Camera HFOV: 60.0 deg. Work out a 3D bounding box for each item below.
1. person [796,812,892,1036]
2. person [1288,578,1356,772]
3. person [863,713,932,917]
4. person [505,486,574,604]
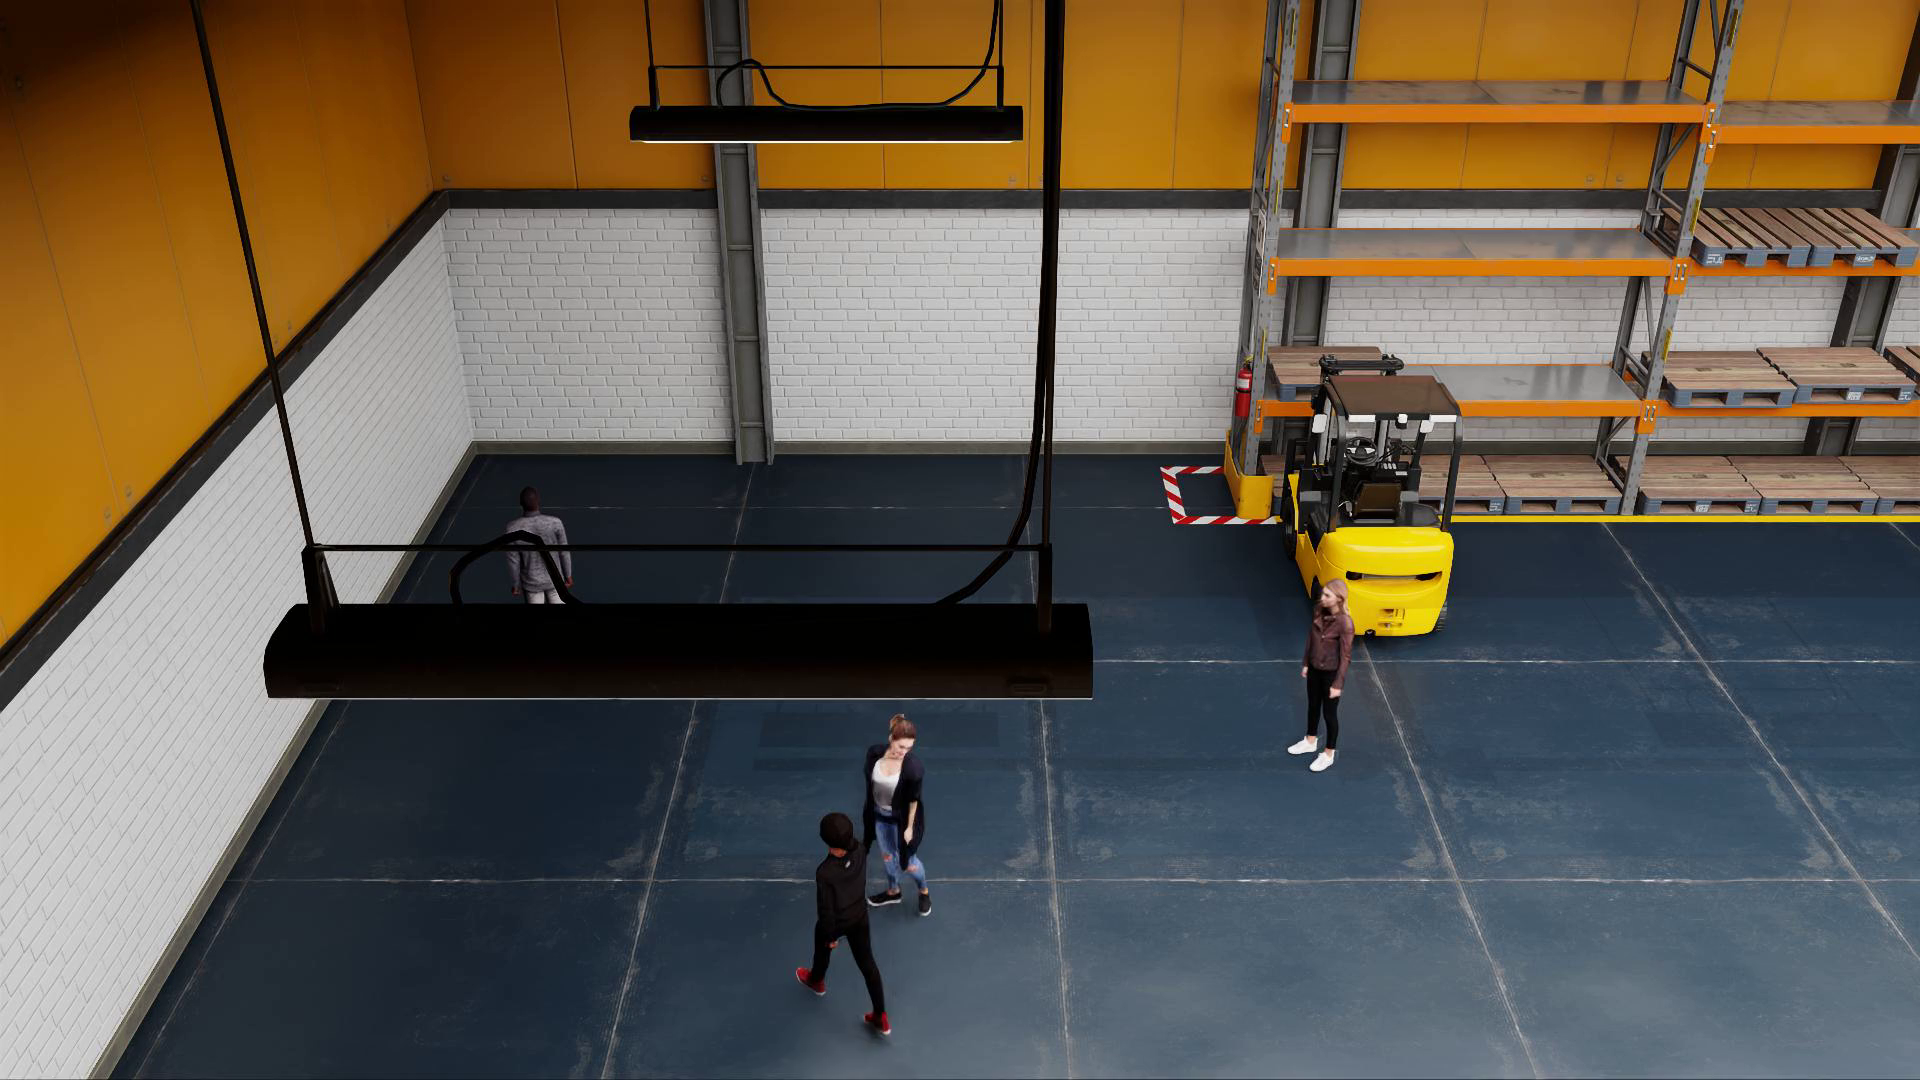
[{"bbox_3d":[-0.686,2.483,10.736,1.092,1.632,1.093,-22,36,-35],"label":"person"},{"bbox_3d":[2.930,1.050,13.287,0.666,1.705,0.677,-14,32,-25],"label":"person"},{"bbox_3d":[-0.486,1.910,11.733,0.827,1.683,0.745,-19,34,-31],"label":"person"},{"bbox_3d":[-3.619,0.360,14.411,0.613,1.839,0.804,-9,30,-16],"label":"person"}]
